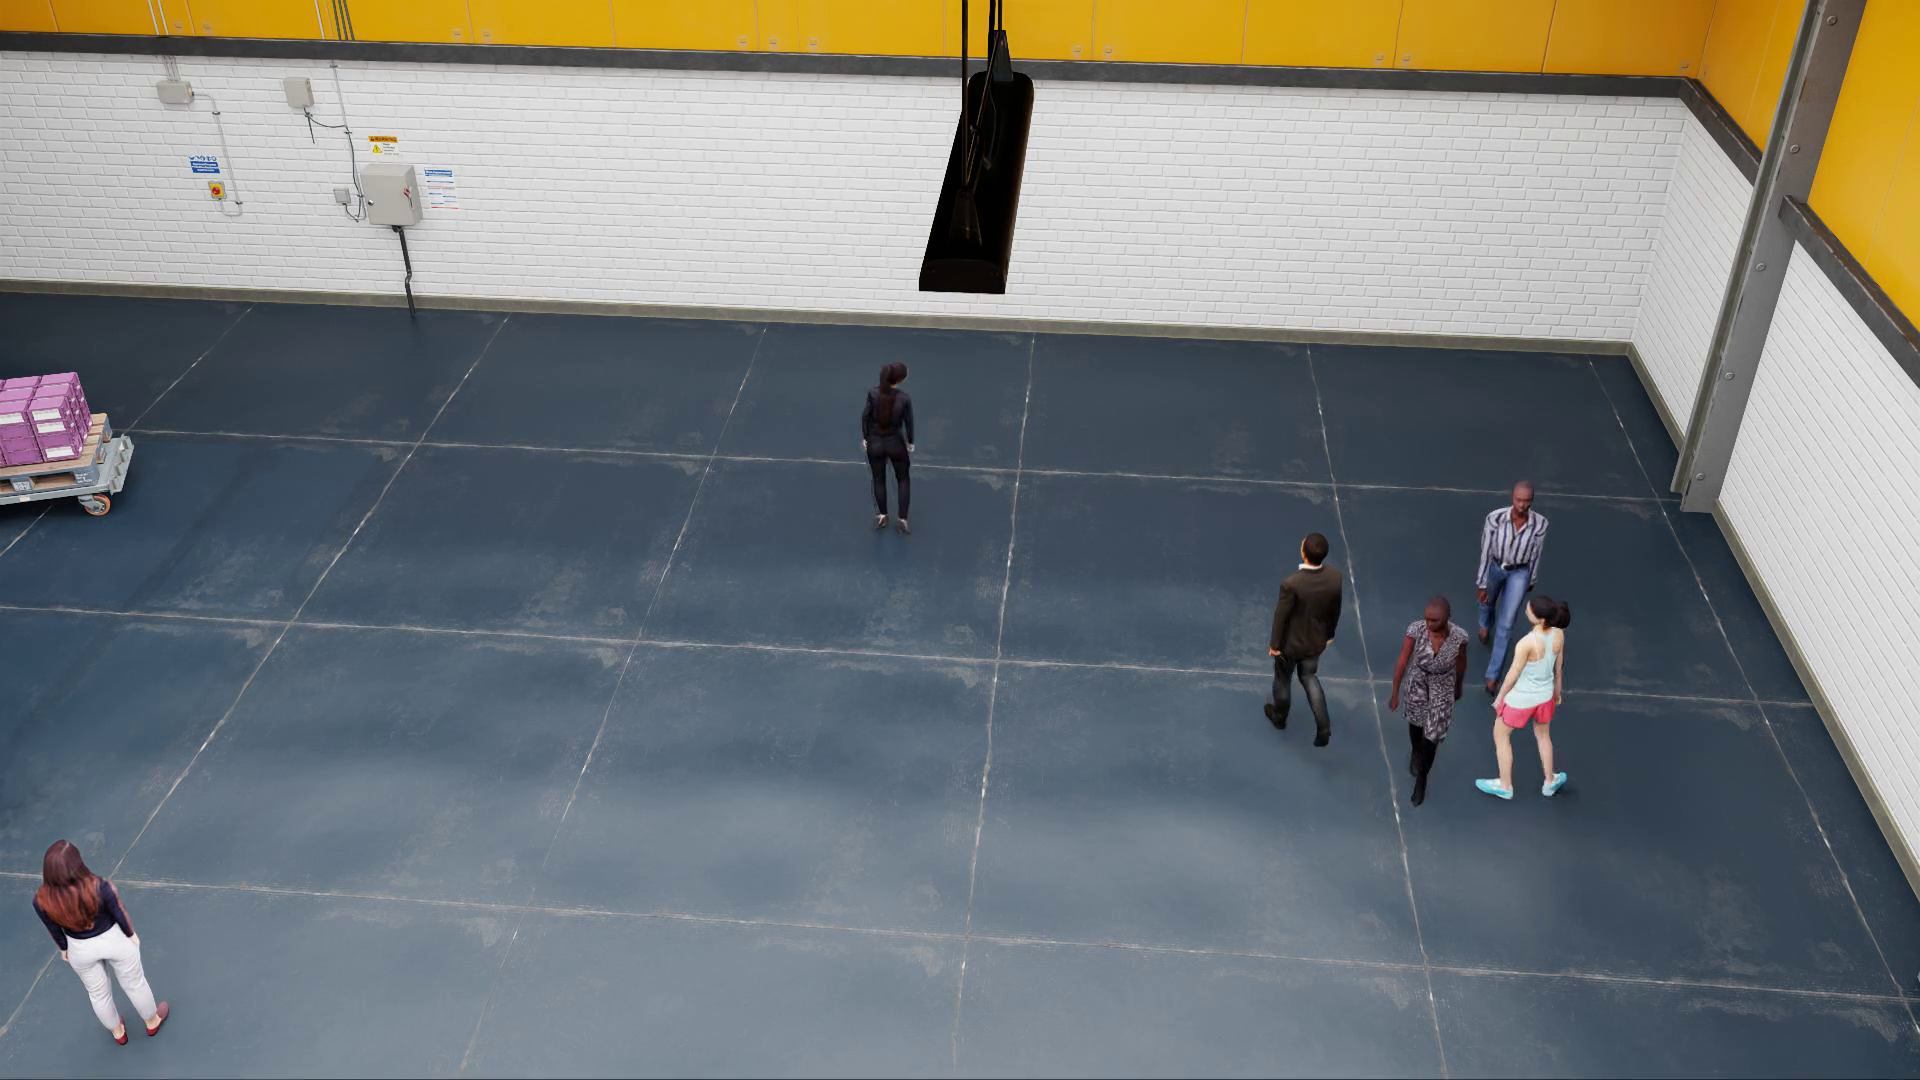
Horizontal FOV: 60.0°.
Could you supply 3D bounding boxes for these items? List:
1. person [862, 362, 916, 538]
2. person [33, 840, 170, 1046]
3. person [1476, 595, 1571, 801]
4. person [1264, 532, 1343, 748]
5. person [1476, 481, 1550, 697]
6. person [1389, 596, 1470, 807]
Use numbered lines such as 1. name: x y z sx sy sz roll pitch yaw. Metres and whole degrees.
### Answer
1. person: -0.659 -0.826 14.714 0.607 1.706 0.524 -5 34 -8
2. person: -5.146 2.401 9.946 0.674 1.608 0.669 -10 35 -15
3. person: 4.058 1.125 11.738 0.909 1.750 0.849 -8 35 -12
4. person: 2.562 0.769 12.245 0.935 1.783 1.089 -12 35 -17
5. person: 4.251 0.258 13.058 0.798 1.733 1.244 10 35 14
6. person: 3.356 1.054 11.844 0.754 1.750 0.894 7 34 10
